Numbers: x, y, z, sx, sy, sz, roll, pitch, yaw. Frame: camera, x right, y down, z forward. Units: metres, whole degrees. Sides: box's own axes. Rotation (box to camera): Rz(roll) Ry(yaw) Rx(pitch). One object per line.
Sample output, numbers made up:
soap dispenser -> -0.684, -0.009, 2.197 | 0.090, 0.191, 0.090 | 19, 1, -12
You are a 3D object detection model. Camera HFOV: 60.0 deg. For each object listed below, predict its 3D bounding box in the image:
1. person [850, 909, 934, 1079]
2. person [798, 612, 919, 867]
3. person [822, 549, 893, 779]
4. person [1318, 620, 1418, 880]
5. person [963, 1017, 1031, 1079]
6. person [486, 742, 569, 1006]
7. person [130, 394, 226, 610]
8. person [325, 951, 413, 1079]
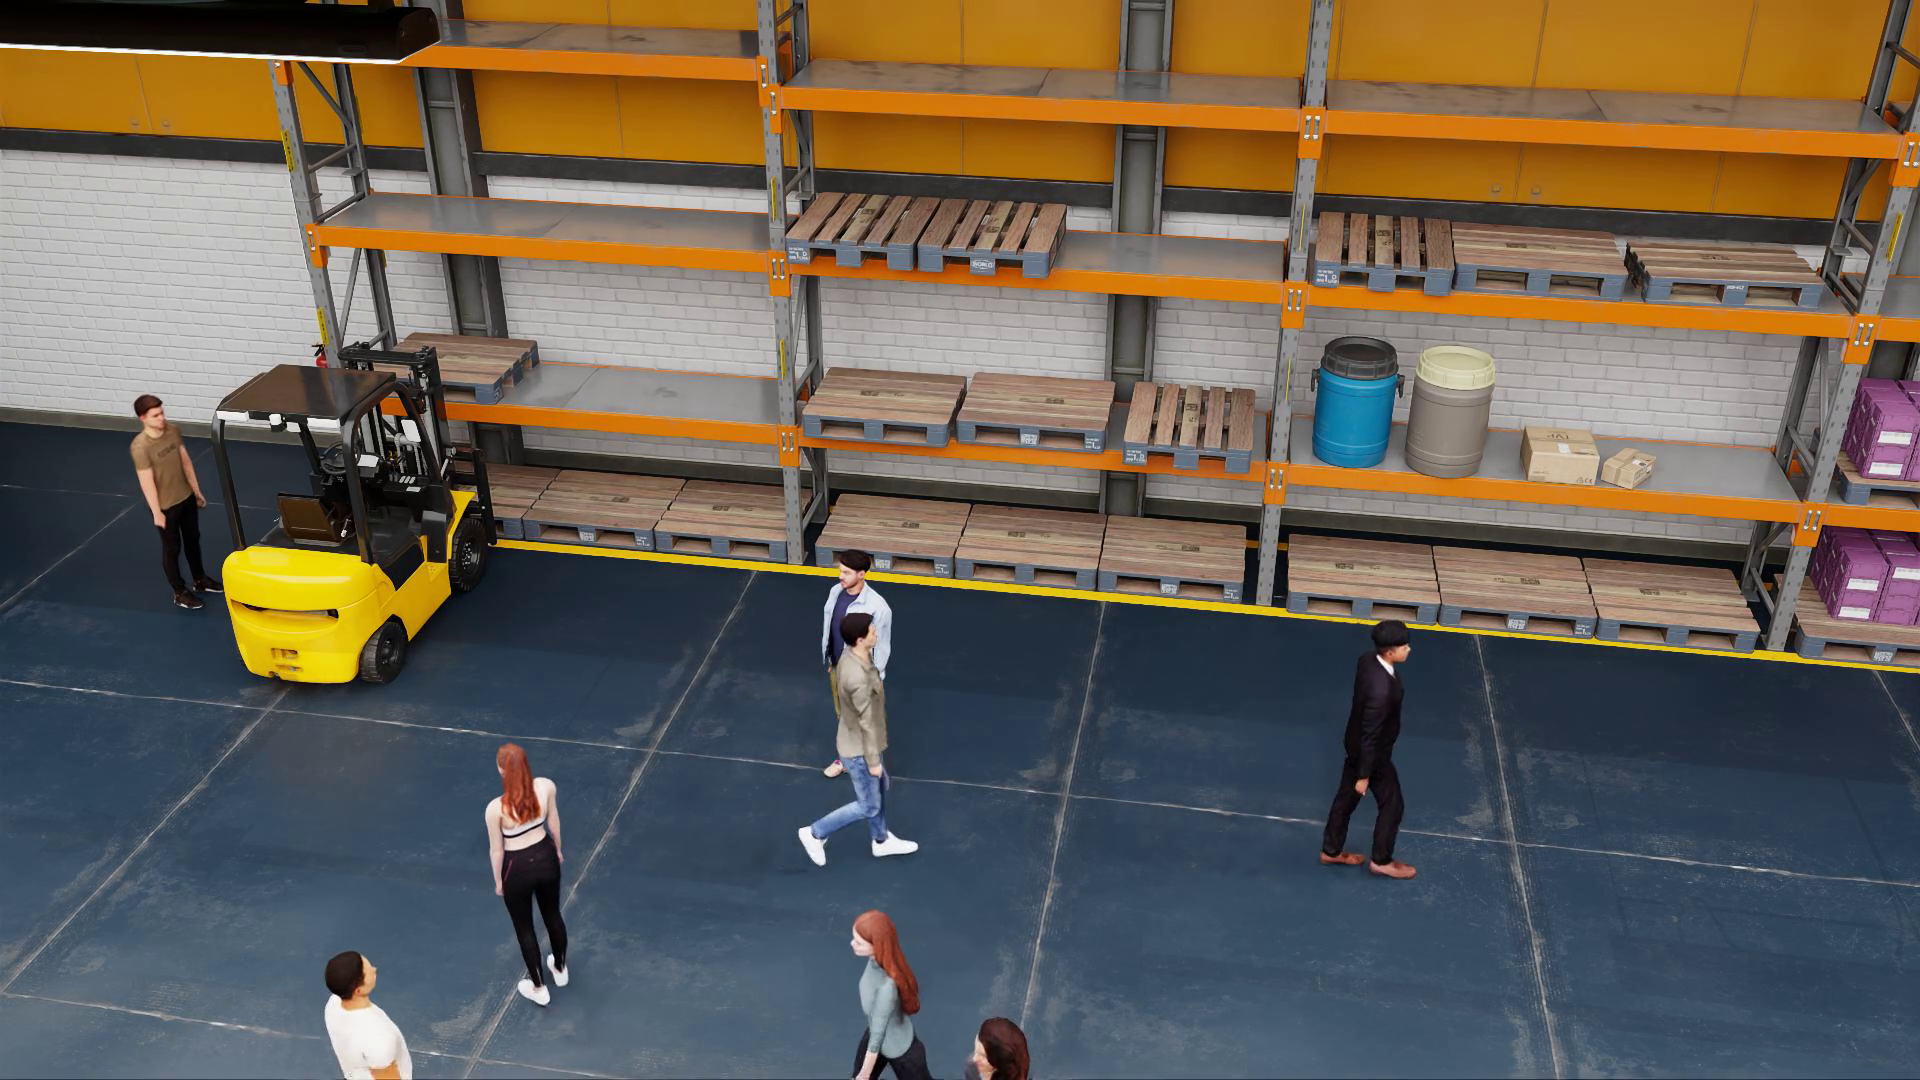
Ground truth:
person -> -0.250, 2.551, 8.315 | 1.264, 1.699, 0.899 | -6, 29, -10
person -> -0.687, 1.289, 10.468 | 1.088, 1.852, 0.864 | -3, 29, -5
person -> -0.703, 0.867, 11.284 | 0.693, 1.811, 0.821 | 22, 35, 34
person -> 2.472, 1.306, 10.426 | 0.870, 1.862, 0.772 | 0, 29, 1
person -> 0.258, 2.847, 7.715 | 0.821, 1.753, 0.761 | -18, 33, -29
person -> -2.429, 1.892, 9.476 | 0.703, 1.742, 0.757 | -21, 35, -33
person -> -6.380, -0.324, 13.427 | 0.585, 1.851, 0.666 | 7, 29, 13
person -> -2.842, 2.711, 7.936 | 1.125, 1.780, 1.061 | 22, 36, 35
